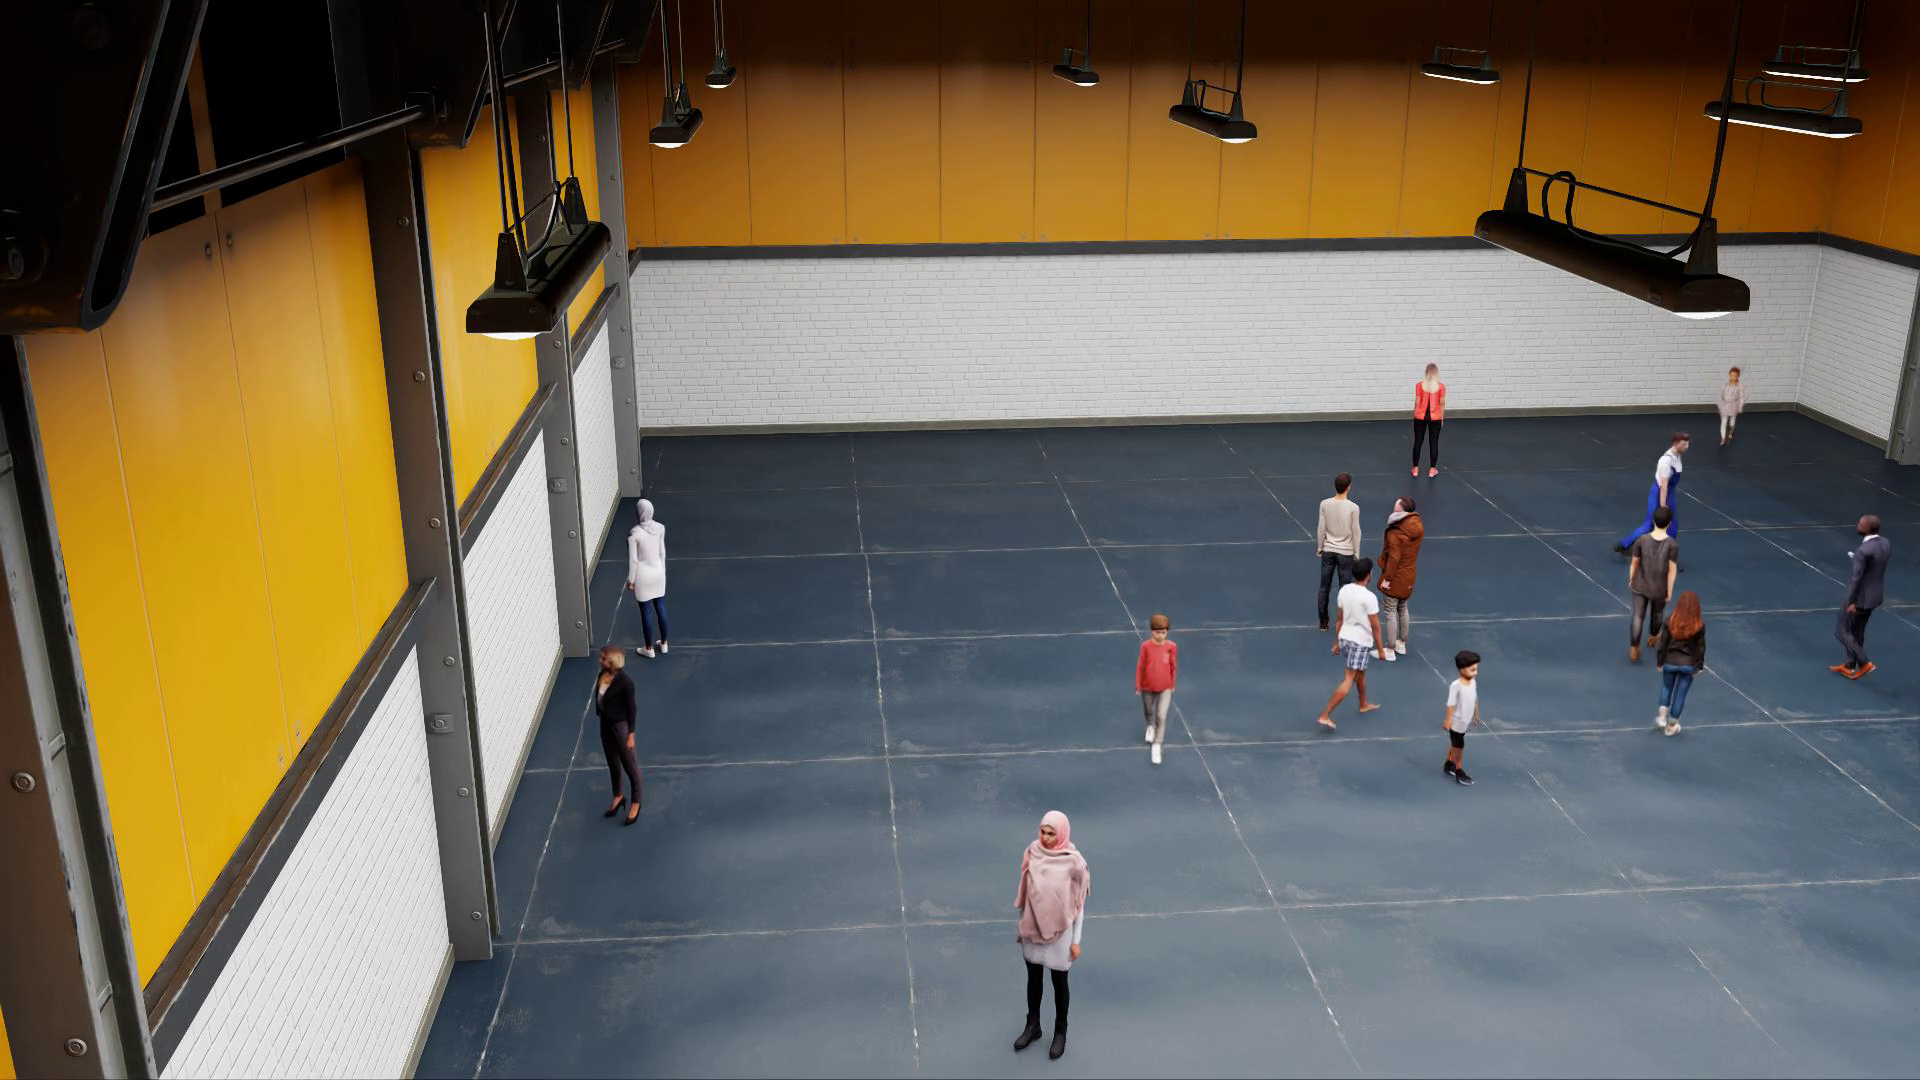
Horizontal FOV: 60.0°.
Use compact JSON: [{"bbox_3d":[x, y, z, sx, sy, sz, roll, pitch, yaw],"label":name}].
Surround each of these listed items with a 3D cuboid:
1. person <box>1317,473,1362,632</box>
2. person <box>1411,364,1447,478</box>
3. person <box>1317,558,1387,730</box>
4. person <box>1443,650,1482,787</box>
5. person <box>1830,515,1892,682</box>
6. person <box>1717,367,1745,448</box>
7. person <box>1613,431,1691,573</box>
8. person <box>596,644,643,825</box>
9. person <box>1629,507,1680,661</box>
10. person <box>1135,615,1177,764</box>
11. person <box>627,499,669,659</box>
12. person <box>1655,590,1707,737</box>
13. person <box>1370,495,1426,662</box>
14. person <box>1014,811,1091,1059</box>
[{"bbox_3d":[4.266,0.137,18.776,0.745,1.868,0.772,11,22,30],"label":"person"},{"bbox_3d":[6.971,-1.793,24.781,0.668,1.694,0.656,6,20,17],"label":"person"},{"bbox_3d":[3.829,1.051,16.338,0.990,1.691,1.165,-9,21,-25],"label":"person"},{"bbox_3d":[4.588,1.601,15.398,0.667,1.250,0.753,-13,22,-33],"label":"person"},{"bbox_3d":[9.508,0.663,17.388,0.821,1.757,0.855,-11,21,-29],"label":"person"},{"bbox_3d":[12.227,-2.130,26.418,0.722,1.288,0.794,12,22,33],"label":"person"},{"bbox_3d":[8.701,-0.508,20.788,1.190,1.806,1.055,16,24,39],"label":"person"},{"bbox_3d":[-2.971,1.676,14.515,0.671,1.670,0.730,15,24,38],"label":"person"},{"bbox_3d":[7.456,0.503,17.987,1.015,1.677,1.142,11,22,30],"label":"person"},{"bbox_3d":[1.872,1.361,15.892,0.665,1.388,1.012,3,19,8],"label":"person"},{"bbox_3d":[-3.385,0.408,18.116,0.693,1.775,0.717,-15,24,-38],"label":"person"},{"bbox_3d":[6.997,1.220,16.180,0.668,1.471,0.706,11,22,30],"label":"person"},{"bbox_3d":[4.762,0.400,18.038,0.910,1.839,0.858,17,25,41],"label":"person"},{"bbox_3d":[0.608,2.672,11.350,0.735,1.803,0.757,9,20,24],"label":"person"}]
